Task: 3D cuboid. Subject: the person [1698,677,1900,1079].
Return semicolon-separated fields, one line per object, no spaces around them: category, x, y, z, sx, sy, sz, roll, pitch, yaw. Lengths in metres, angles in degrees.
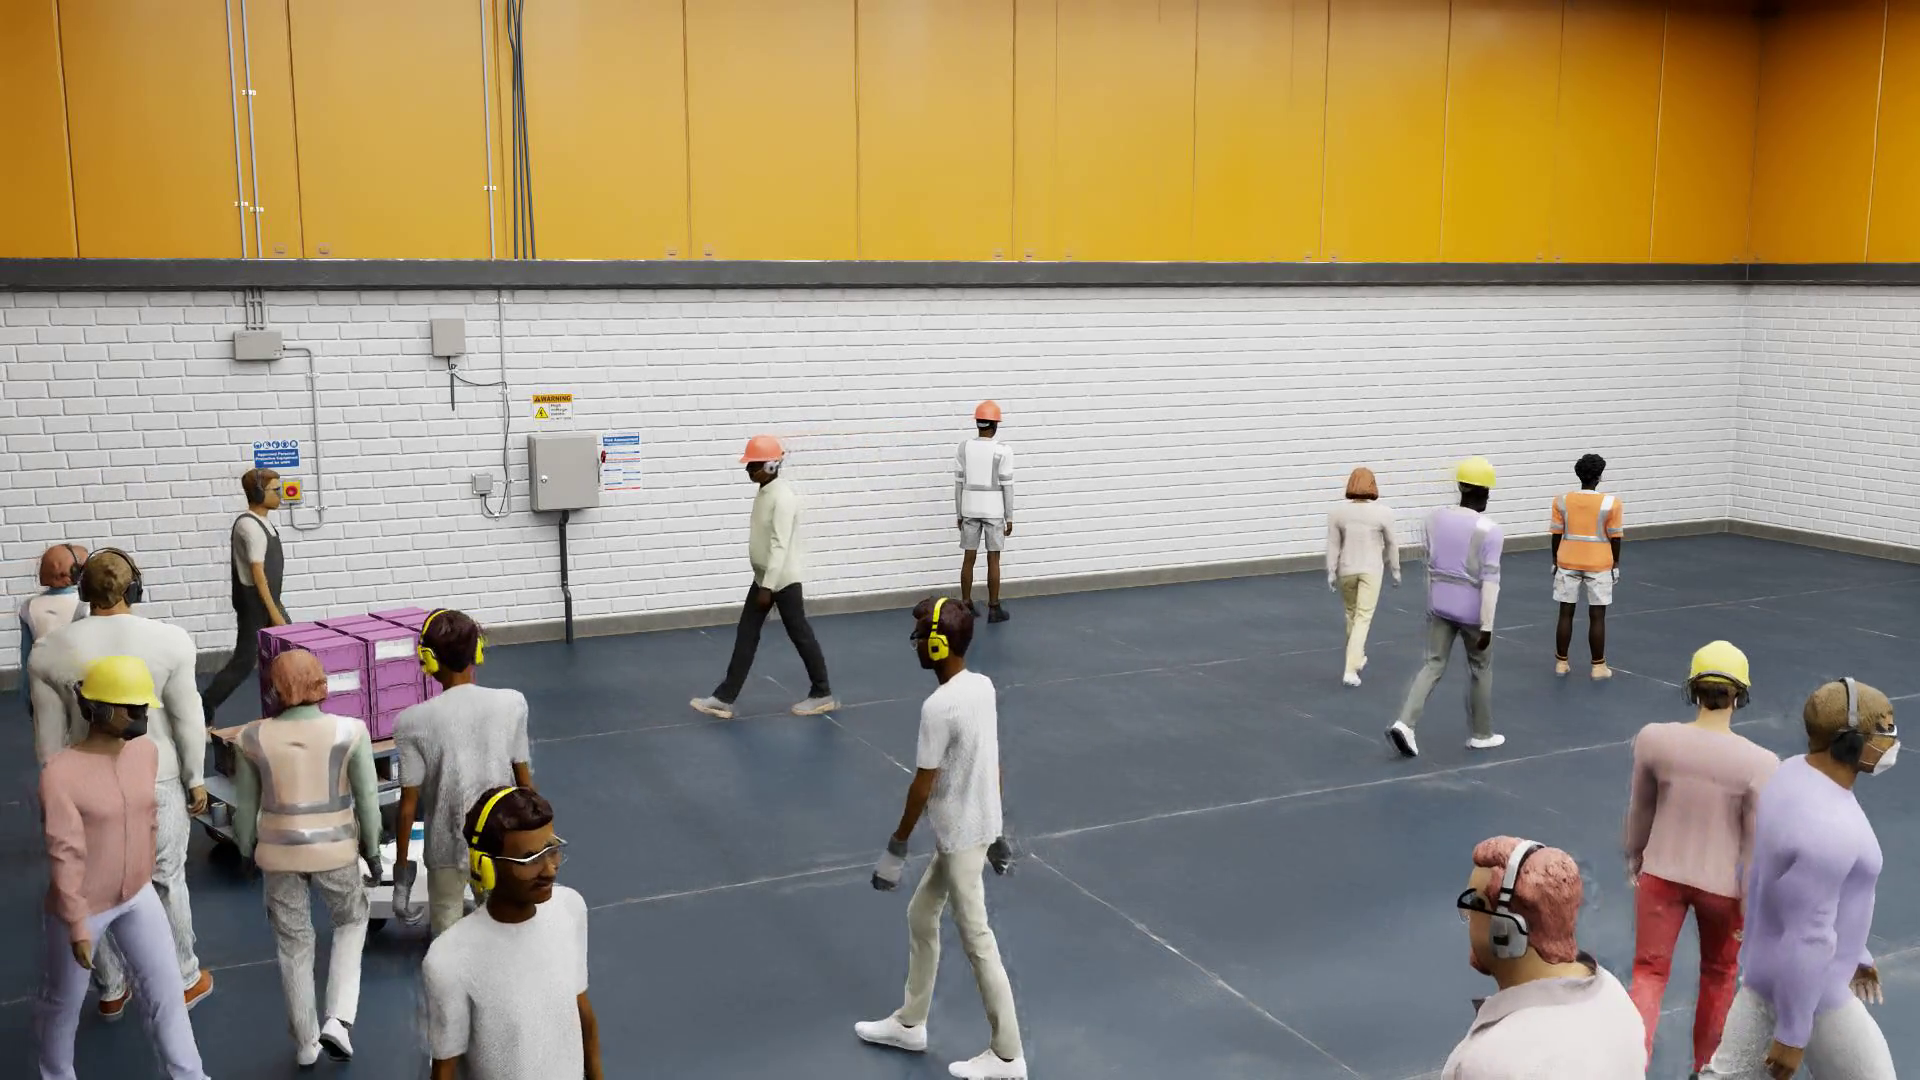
person;2.543;1.318;4.905;1.064;1.883;0.638;2;9;15

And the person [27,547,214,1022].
person;-3.382;0.989;6.746;0.627;1.940;0.375;-2;9;-12

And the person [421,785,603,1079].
person;-1.100;1.467;4.116;0.926;1.833;0.529;5;10;28

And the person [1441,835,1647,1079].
person;1.134;1.540;3.477;0.478;1.886;0.681;8;12;41

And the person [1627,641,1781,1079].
person;2.598;1.225;5.937;0.534;1.729;0.803;8;12;39

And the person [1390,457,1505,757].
person;3.102;0.422;10.389;0.885;1.900;0.585;-7;12;-39

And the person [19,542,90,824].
person;-4.677;0.833;8.677;0.518;1.620;0.470;1;9;8

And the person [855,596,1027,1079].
person;-0.113;1.126;6.249;0.861;1.834;0.517;3;10;16

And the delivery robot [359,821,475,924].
delivery robot;-2.424;1.513;7.489;0.707;0.478;0.477;0;9;-1

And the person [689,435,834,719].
person;-1.308;0.263;11.235;1.019;1.939;0.625;-5;10;-26

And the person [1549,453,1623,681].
person;4.659;0.201;12.398;0.530;1.692;0.321;7;11;36

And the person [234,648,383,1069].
person;-2.477;1.211;6.341;0.539;1.622;0.351;-2;9;-11

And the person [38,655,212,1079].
person;-2.870;1.262;5.716;0.890;1.717;0.551;4;10;23

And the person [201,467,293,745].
person;-4.544;0.429;10.657;0.935;1.808;0.507;-1;9;-9

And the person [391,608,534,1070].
person;-1.747;1.169;5.983;0.571;1.840;0.745;-6;11;-33

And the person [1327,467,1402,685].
person;2.983;0.255;12.370;0.511;1.592;0.847;5;11;30

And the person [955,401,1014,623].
person;0.223;-0.244;14.435;0.541;1.929;0.383;3;10;20
